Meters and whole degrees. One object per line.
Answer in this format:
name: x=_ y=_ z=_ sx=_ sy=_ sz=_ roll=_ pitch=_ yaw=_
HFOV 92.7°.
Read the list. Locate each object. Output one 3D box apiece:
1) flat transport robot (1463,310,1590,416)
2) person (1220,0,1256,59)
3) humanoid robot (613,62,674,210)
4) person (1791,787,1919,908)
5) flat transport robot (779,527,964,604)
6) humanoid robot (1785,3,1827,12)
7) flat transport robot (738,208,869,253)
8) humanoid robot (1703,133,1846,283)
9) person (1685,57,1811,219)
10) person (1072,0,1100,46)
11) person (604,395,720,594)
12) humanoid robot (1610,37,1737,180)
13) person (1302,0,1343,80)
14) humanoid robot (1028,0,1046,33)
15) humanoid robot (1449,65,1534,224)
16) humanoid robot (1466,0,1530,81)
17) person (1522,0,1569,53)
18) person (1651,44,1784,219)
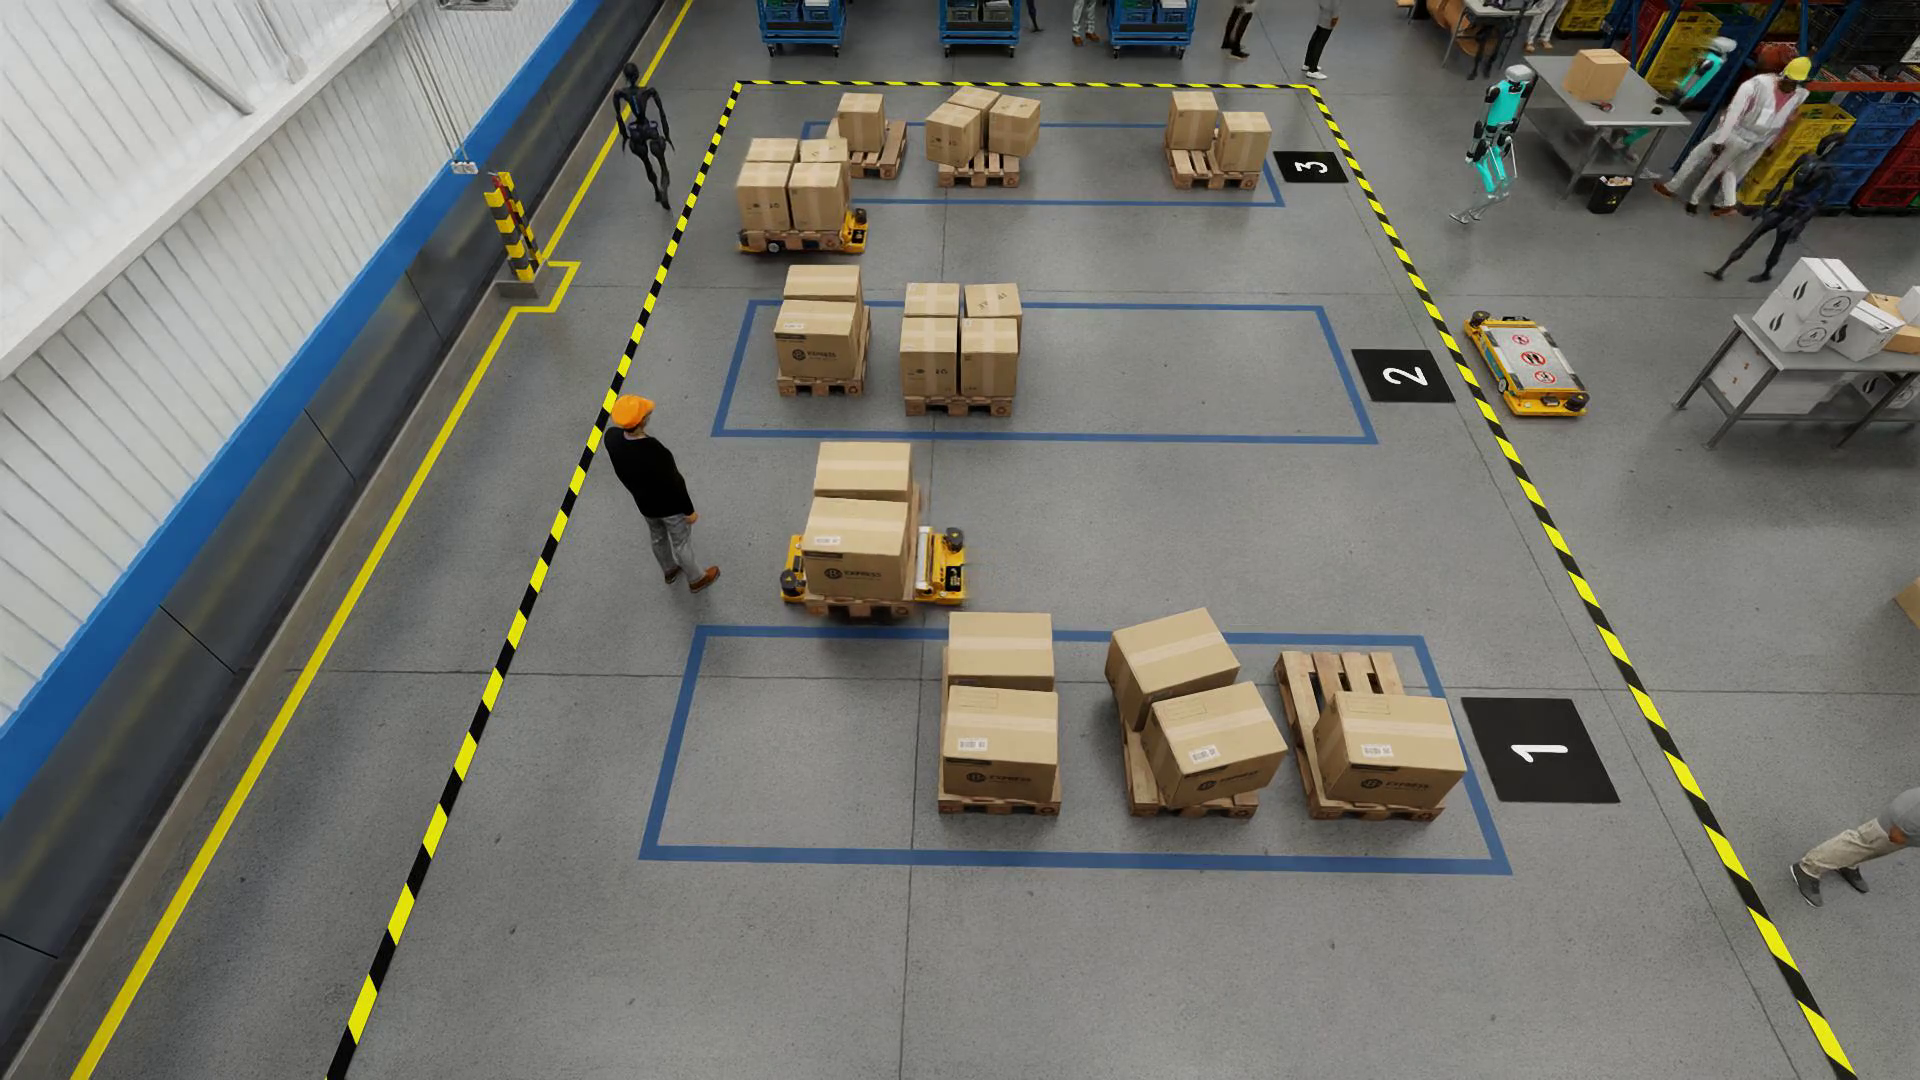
flat transport robot: x=5.573 y=-1.757 z=9.054 sx=0.659 sy=0.231 sz=1.431 roll=1 pitch=49 yaw=1
person: x=4.268 y=-8.199 z=13.534 sx=0.415 sy=1.940 sz=0.676 roll=-5 pitch=49 yaw=-5
humanoid robot: x=-3.671 y=-4.656 z=10.643 sx=0.601 sy=1.642 sz=0.574 roll=-7 pitch=50 yaw=-6
person: x=5.505 y=1.565 z=5.187 sx=0.563 sy=1.766 sz=0.400 roll=-9 pitch=50 yaw=-8
flat transport robot: x=-0.689 y=0.190 z=7.351 sx=1.431 sy=0.197 sz=0.652 roll=1 pitch=49 yaw=1
humanoid robot: x=12.539 y=-8.040 z=13.560 sx=0.594 sy=1.639 sz=0.451 roll=21 pitch=52 yaw=18
flat transport robot: x=-1.806 y=-3.606 z=10.636 sx=1.431 sy=0.197 sz=0.652 roll=1 pitch=49 yaw=1
humanoid robot: x=8.623 y=-3.402 z=9.572 sx=0.768 sy=1.633 sz=0.601 roll=-6 pitch=49 yaw=-5
person: x=9.016 y=-4.560 z=10.454 sx=0.612 sy=1.823 sz=0.406 roll=10 pitch=50 yaw=9
person: x=1.981 y=-8.554 z=13.834 sx=0.630 sy=1.940 sz=0.373 roll=-23 pitch=53 yaw=-18
person: x=-2.193 y=-0.309 z=6.732 sx=0.589 sy=1.883 sz=0.362 roll=21 pitch=52 yaw=17
humanoid robot: x=8.387 y=-5.240 z=11.090 sx=0.554 sy=1.703 sz=1.001 roll=-32 pitch=56 yaw=-25
person: x=5.322 y=-7.594 z=13.059 sx=0.395 sy=1.849 sz=0.596 roll=1 pitch=49 yaw=1
humanoid robot: x=0.982 y=-8.713 z=14.173 sx=0.770 sy=1.624 sz=0.613 roll=27 pitch=54 yaw=21
humanoid robot: x=6.013 y=-4.304 z=10.201 sx=0.533 sy=1.673 sz=0.735 roll=-12 pitch=50 yaw=-10
humanoid robot: x=7.694 y=-7.422 z=13.038 sx=0.612 sy=1.654 sz=0.453 roll=25 pitch=54 yaw=20
person: x=9.033 y=-8.310 z=13.686 sx=0.626 sy=1.844 sz=0.429 roll=-11 pitch=50 yaw=-10
person: x=8.952 y=-4.673 z=10.544 sx=0.574 sy=1.840 sz=0.988 roll=-17 pitch=51 yaw=-14
